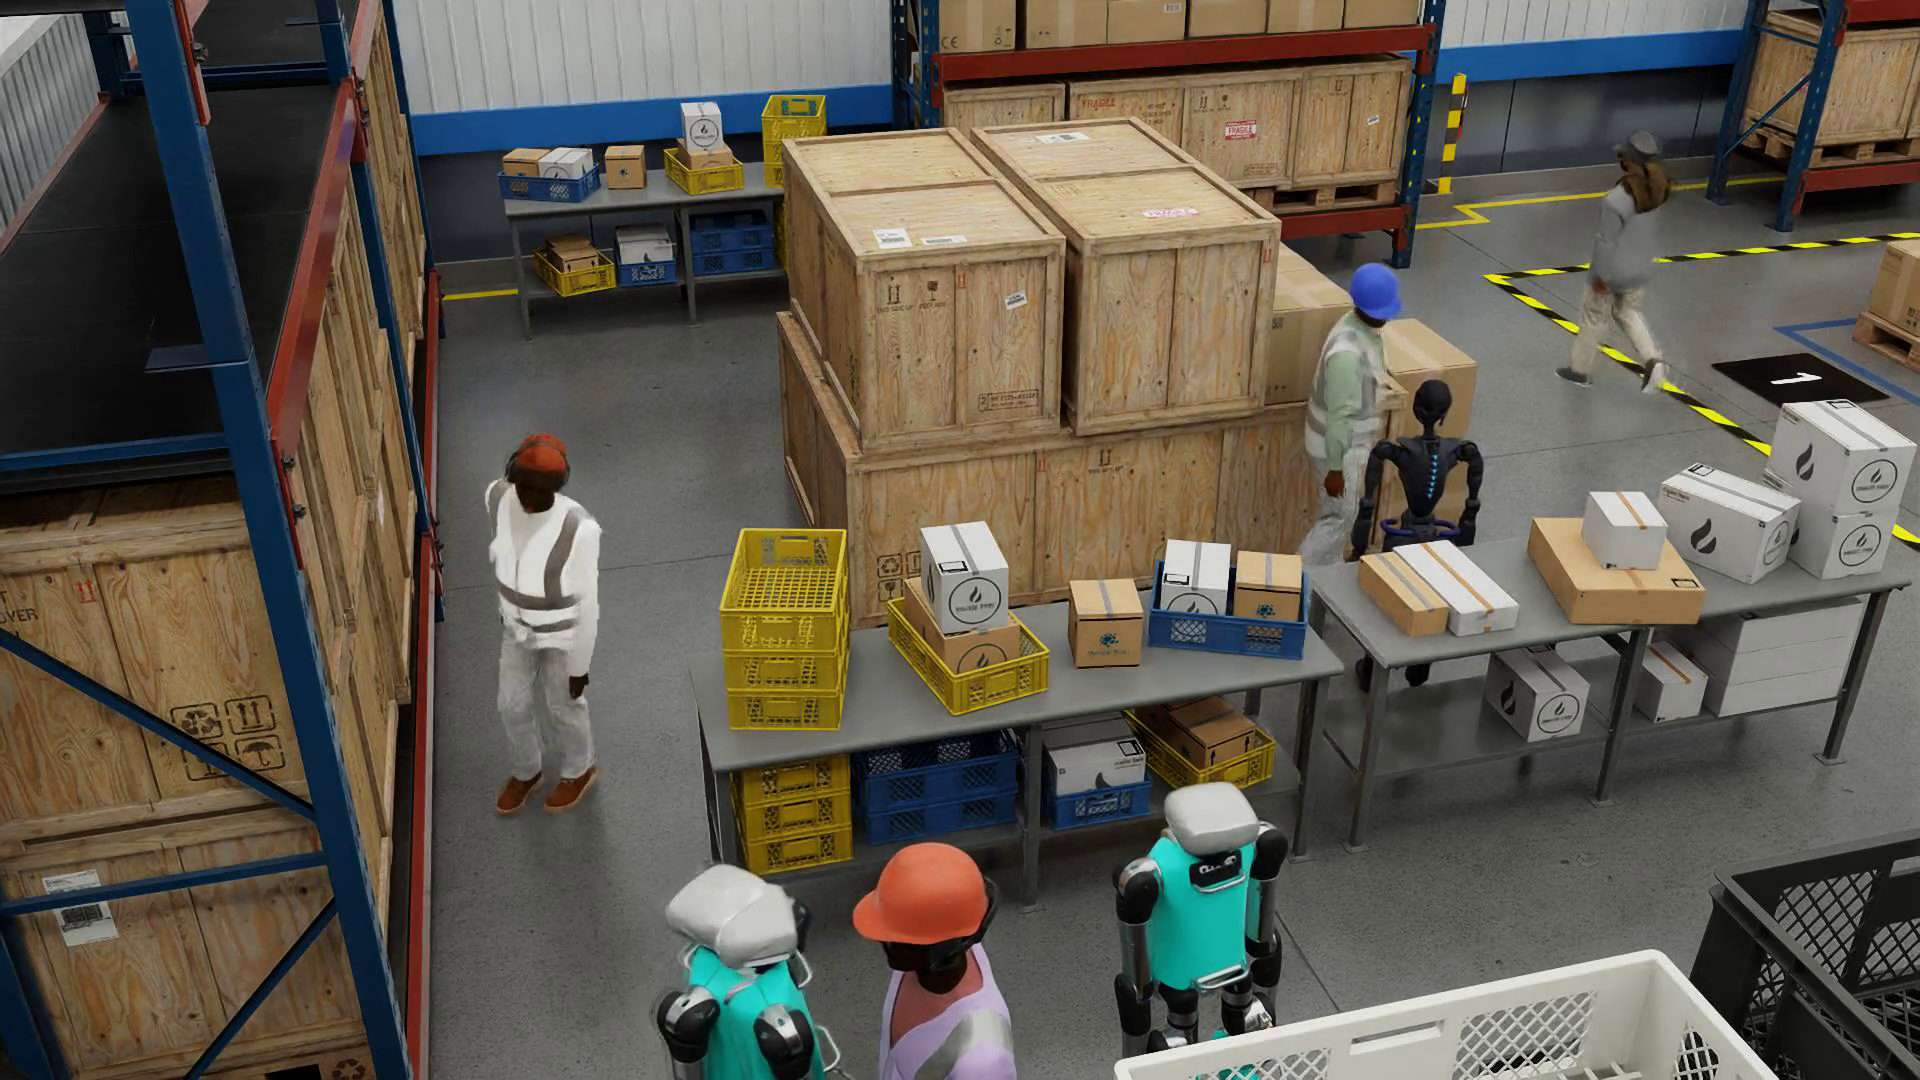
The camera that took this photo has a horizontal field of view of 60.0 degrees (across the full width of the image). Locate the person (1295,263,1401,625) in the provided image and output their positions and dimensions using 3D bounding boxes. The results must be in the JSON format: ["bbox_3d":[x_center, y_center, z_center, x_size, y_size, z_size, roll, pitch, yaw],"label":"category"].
[{"bbox_3d":[1.908,-0.518,8.356,0.452,1.921,0.773,9,30,16],"label":"person"}]

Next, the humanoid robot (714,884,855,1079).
[{"bbox_3d":[-0.277,1.650,4.634,0.772,1.795,0.543,-13,32,-23],"label":"humanoid robot"}]

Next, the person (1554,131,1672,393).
[{"bbox_3d":[4.328,-1.777,10.797,0.569,1.748,0.657,-14,32,-24],"label":"person"}]

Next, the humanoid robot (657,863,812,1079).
[{"bbox_3d":[-0.758,1.610,4.670,0.671,1.801,0.532,16,33,26],"label":"humanoid robot"}]

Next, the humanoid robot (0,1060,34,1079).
[{"bbox_3d":[-2.183,1.929,4.140,0.315,1.657,0.599,7,30,13],"label":"humanoid robot"}]

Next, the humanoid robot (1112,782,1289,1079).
[{"bbox_3d":[0.779,1.532,4.708,0.531,1.690,0.733,-13,31,-22],"label":"humanoid robot"}]

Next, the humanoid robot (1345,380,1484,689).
[{"bbox_3d":[2.040,0.057,7.577,0.602,1.631,0.583,0,29,-1],"label":"humanoid robot"}]

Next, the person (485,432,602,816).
[{"bbox_3d":[-1.695,0.381,6.793,0.654,1.838,0.501,13,32,23],"label":"person"}]

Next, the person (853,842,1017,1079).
[{"bbox_3d":[-0.065,1.614,4.350,0.376,2.045,0.605,-8,30,-14],"label":"person"}]
